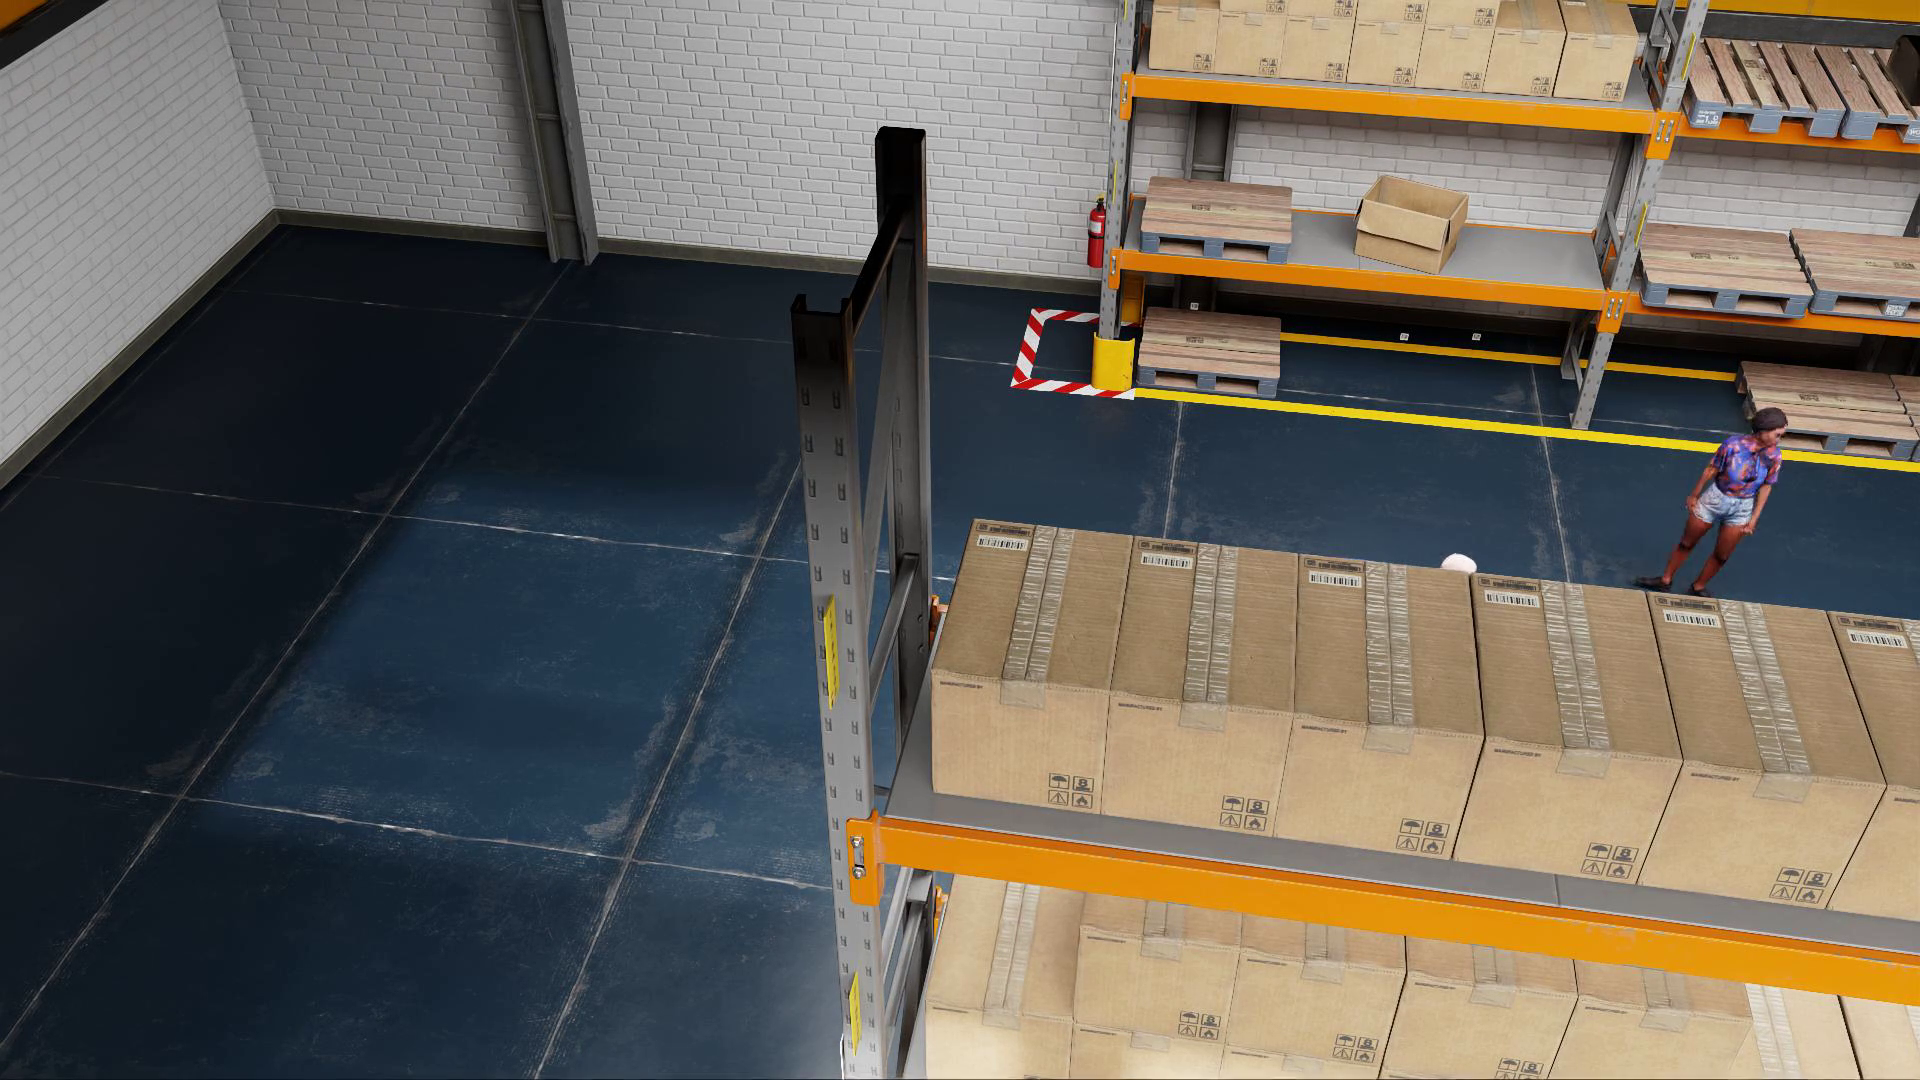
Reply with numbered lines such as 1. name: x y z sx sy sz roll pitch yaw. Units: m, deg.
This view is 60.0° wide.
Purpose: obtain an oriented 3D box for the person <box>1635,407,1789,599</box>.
1. person: 5.295 -0.247 11.653 0.527 1.726 0.878 17 42 21
